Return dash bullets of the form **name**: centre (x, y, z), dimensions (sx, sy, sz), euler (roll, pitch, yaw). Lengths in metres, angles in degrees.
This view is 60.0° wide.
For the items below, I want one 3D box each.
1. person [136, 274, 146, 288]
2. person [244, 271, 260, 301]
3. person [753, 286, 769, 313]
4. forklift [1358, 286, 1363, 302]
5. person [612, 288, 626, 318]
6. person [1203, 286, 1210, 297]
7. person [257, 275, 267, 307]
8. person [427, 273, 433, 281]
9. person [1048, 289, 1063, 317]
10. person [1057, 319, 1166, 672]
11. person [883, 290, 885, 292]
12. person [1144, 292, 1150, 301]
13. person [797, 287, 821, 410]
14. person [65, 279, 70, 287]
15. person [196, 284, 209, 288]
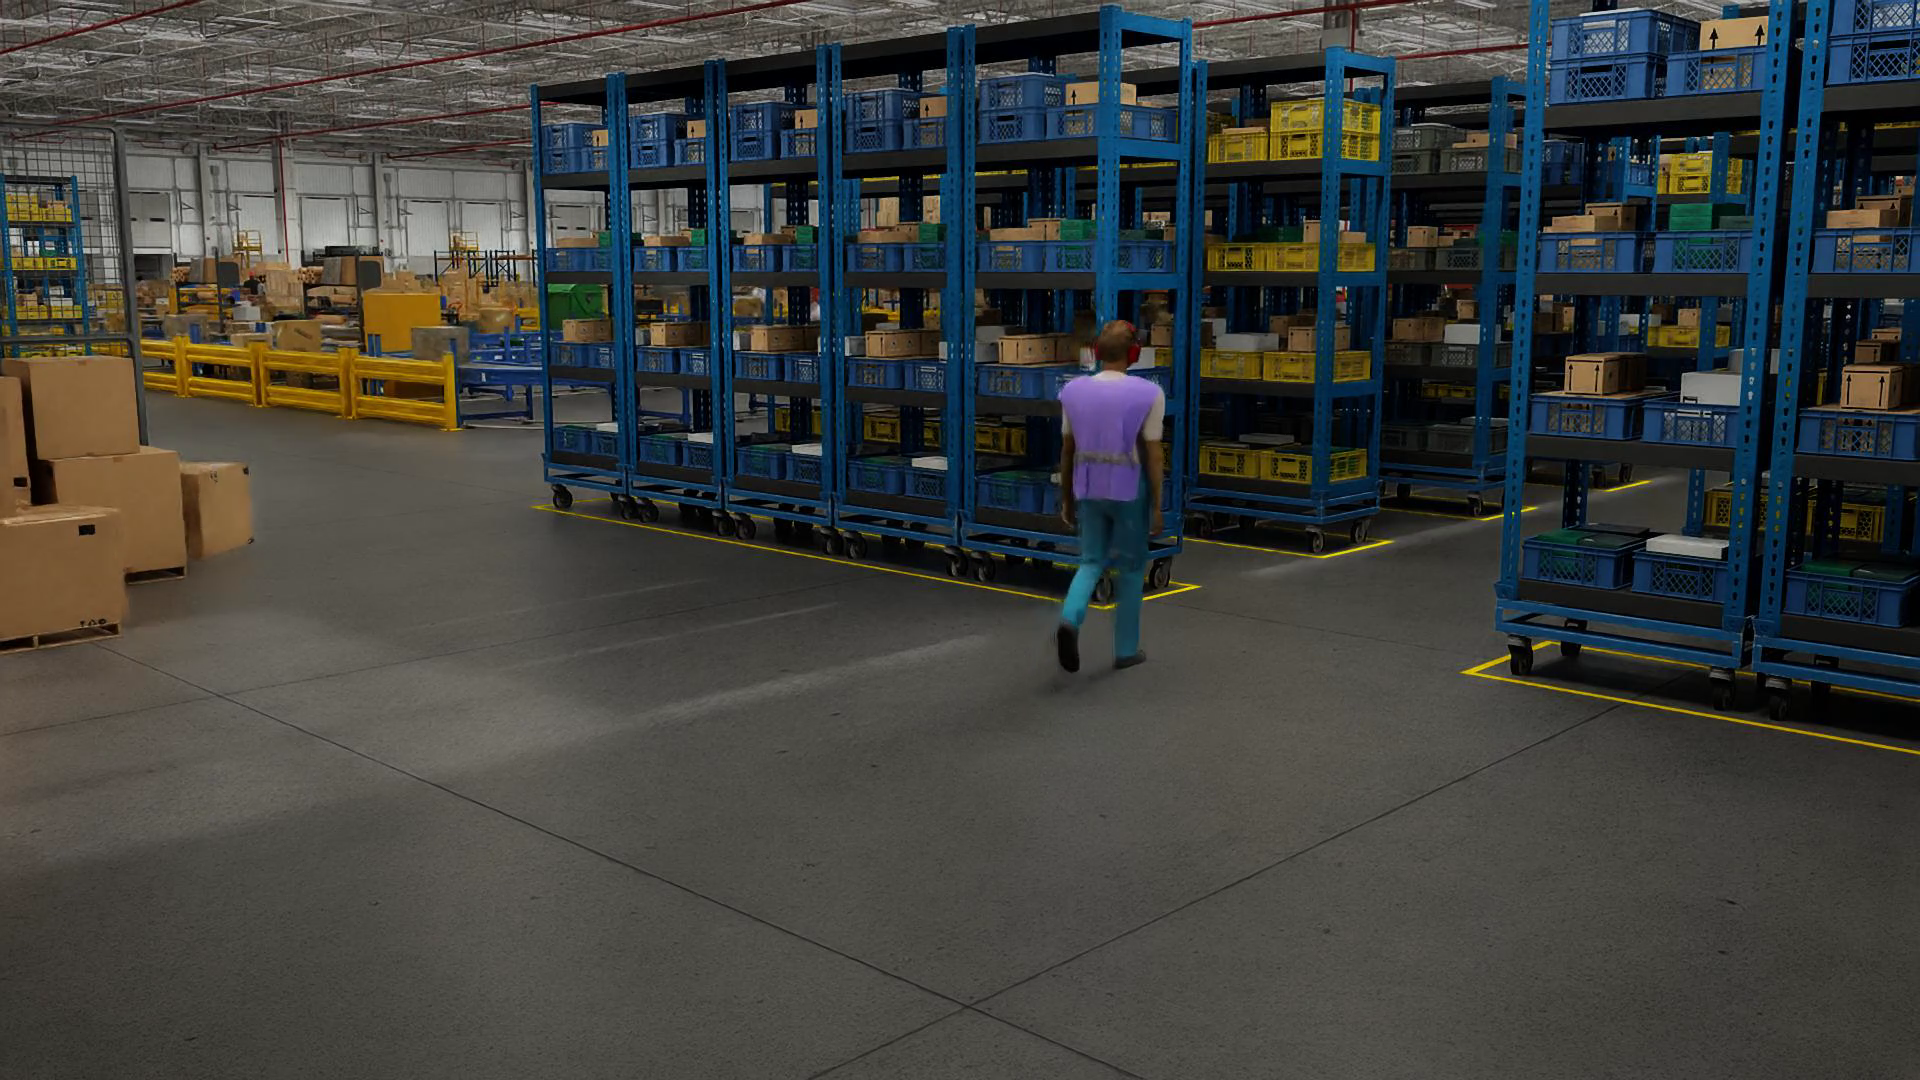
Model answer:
- **person**: centre (-37.271, -11.209, 75.904), dimensions (0.753, 1.825, 0.622), euler (-8, 12, -40)
- **person**: centre (-26.914, -9.239, 63.299), dimensions (0.617, 1.994, 0.381), euler (-3, 10, -20)
- **person**: centre (-5.804, -6.833, 49.066), dimensions (0.617, 1.821, 0.426), euler (-9, 13, -44)
- **forklift**: centre (11.100, -7.017, 46.970), dimensions (1.873, 2.768, 1.129), euler (9, 13, 43)
- **person**: centre (-8.289, -5.467, 40.875), dimensions (0.533, 1.766, 0.317), euler (1, 9, 5)
- **person**: centre (9.120, -8.833, 61.257), dimensions (0.666, 1.848, 1.009), euler (-6, 11, -33)
- **person**: centre (-24.383, -8.341, 58.182), dimensions (0.533, 1.868, 0.310), euler (9, 13, 43)
- **person**: centre (-28.367, -13.338, 88.957), dimensions (0.510, 1.827, 0.698), euler (7, 12, 39)
- **person**: centre (1.417, -2.990, 25.481), dimensions (0.591, 1.833, 0.403), euler (1, 9, 6)
- **person**: centre (0.750, -0.203, 8.434), dimensions (0.569, 1.824, 0.701), euler (5, 11, 29)
- **person**: centre (-3.153, -10.322, 70.856), dimensions (0.449, 1.686, 0.548), euler (2, 10, 13)
- **person**: centre (7.031, -9.022, 62.879), dimensions (0.321, 1.697, 0.530), euler (1, 9, 5)
- **person**: centre (-1.915, -2.246, 20.722), dimensions (0.404, 1.902, 0.636), euler (-7, 12, -38)
- **person**: centre (-40.499, -11.186, 75.407), dimensions (0.627, 1.940, 0.376), euler (4, 10, 24)
- **person**: centre (-30.664, -9.786, 67.445), dimensions (0.540, 1.721, 0.823), euler (-8, 13, -42)
